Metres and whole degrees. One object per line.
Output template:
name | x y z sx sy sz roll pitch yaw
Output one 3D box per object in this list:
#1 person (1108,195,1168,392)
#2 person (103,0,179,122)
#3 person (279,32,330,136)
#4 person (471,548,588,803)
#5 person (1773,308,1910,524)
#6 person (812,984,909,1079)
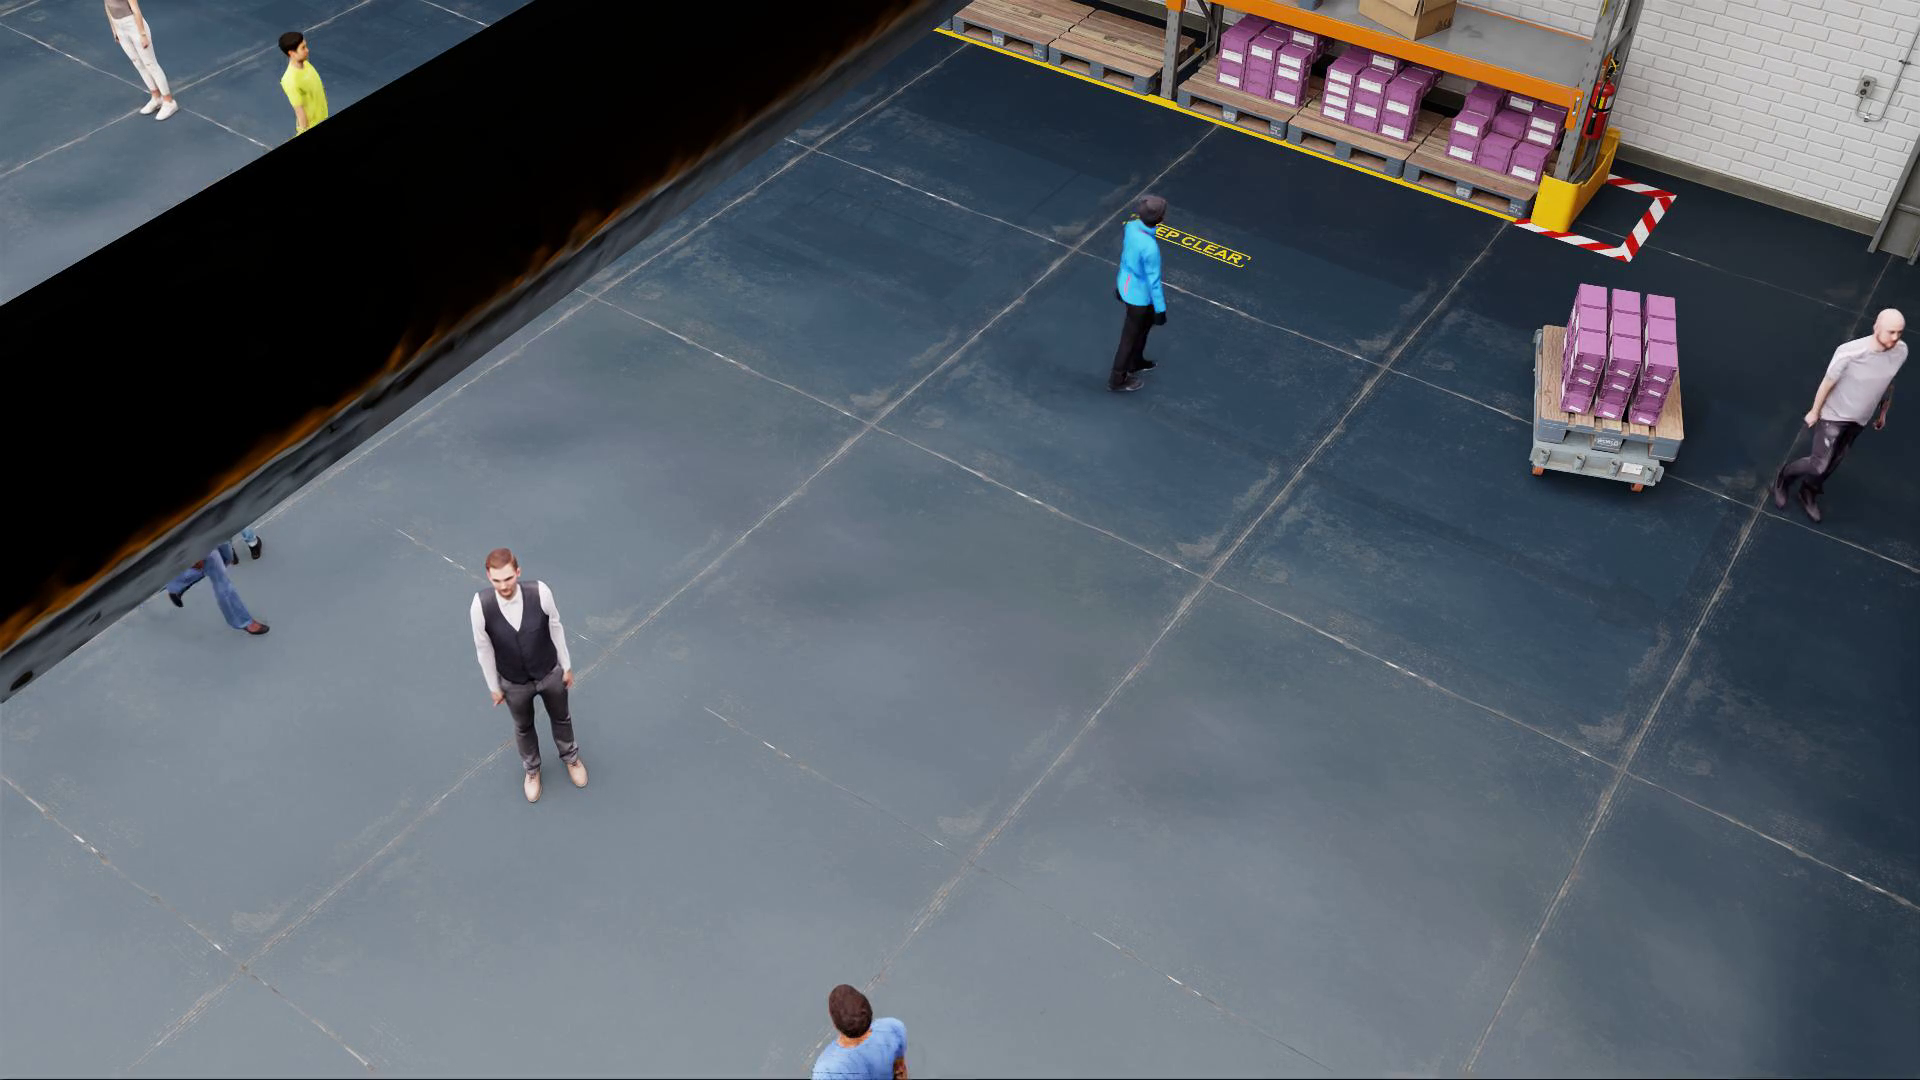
person | 1.272 -1.861 12.786 0.885 1.781 0.821 -12 45 -13
person | -7.984 -4.925 16.049 0.532 1.716 0.685 17 46 17
person | -5.826 -3.705 14.787 1.046 1.691 0.951 -3 44 -3
person | -2.566 0.772 9.909 0.748 1.939 0.763 -14 45 -15
person | 6.238 -0.950 11.801 0.831 1.821 0.892 -7 44 -7
person | -0.402 2.777 7.875 0.799 1.841 0.967 -28 50 -26
